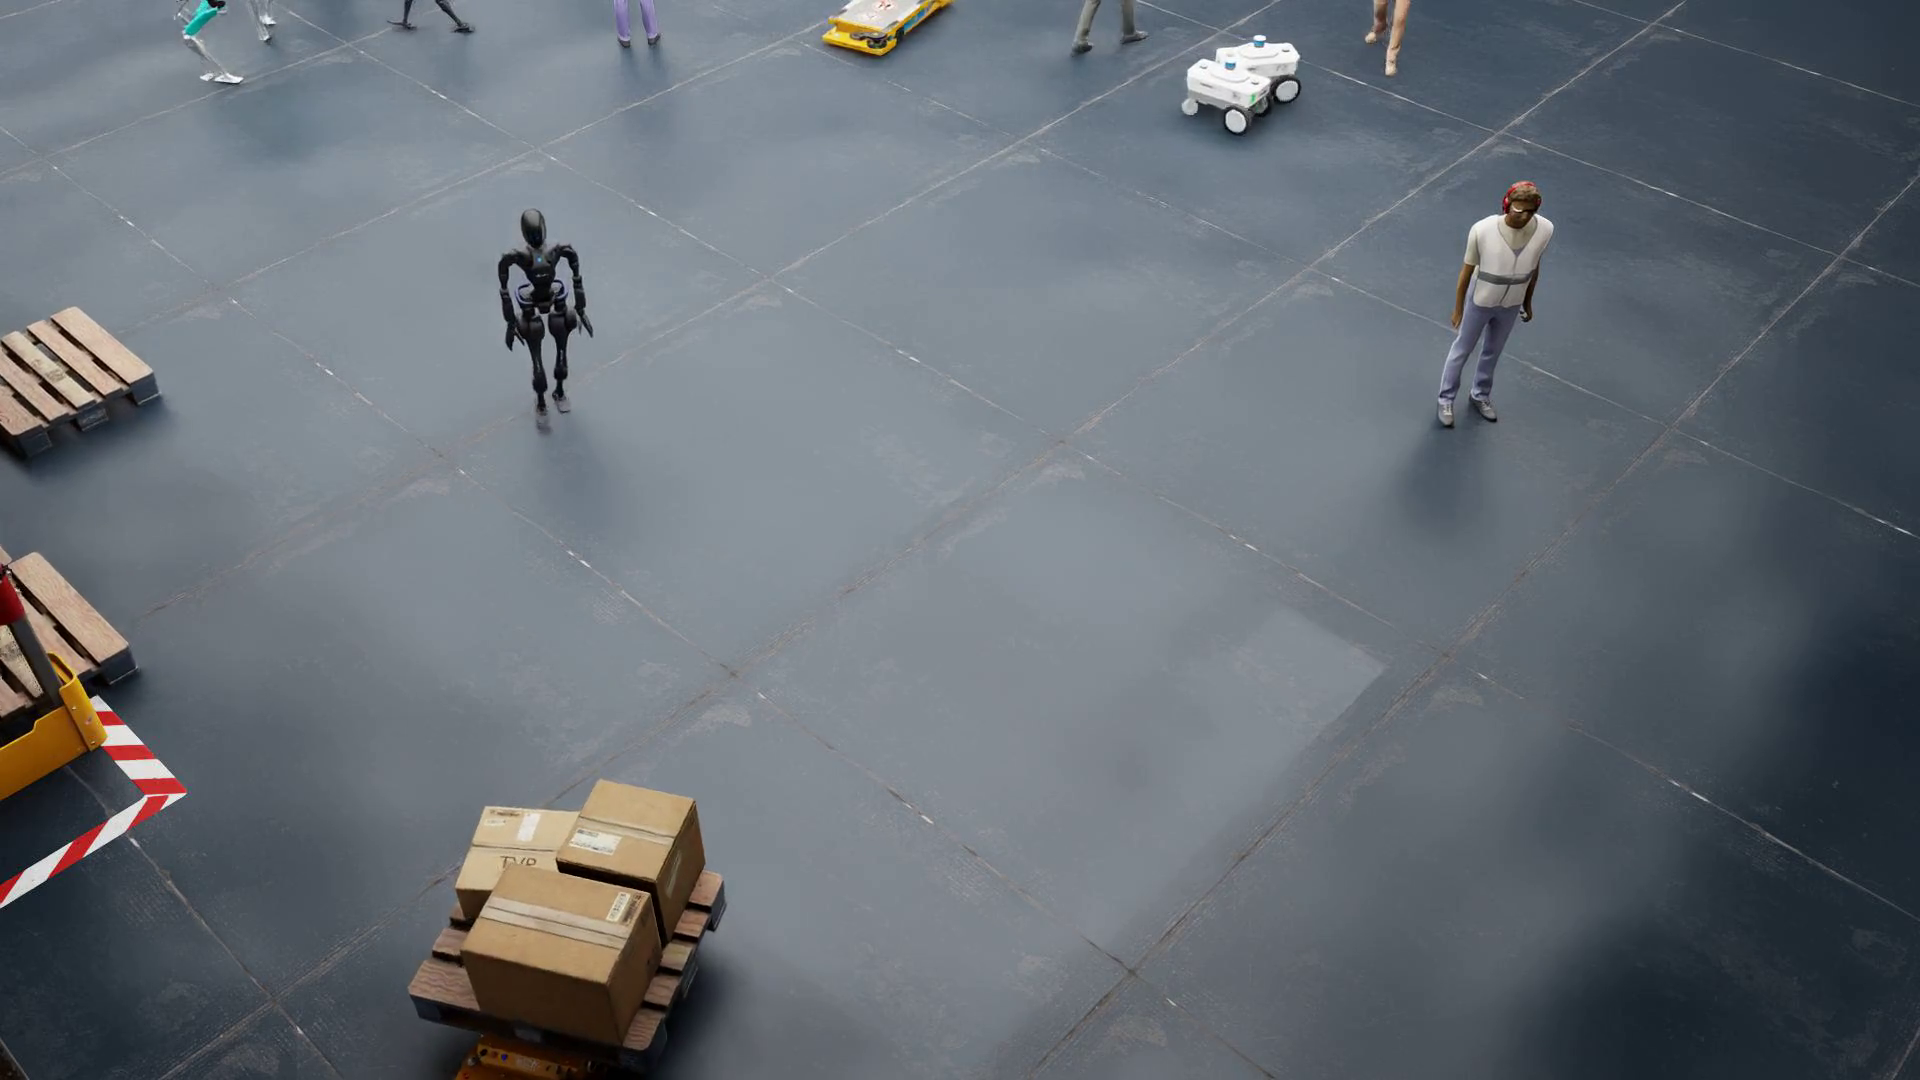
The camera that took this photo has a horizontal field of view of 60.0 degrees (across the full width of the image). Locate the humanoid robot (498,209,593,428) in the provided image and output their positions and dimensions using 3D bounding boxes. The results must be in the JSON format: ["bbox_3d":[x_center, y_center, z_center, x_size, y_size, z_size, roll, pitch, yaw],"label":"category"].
[{"bbox_3d":[-2.794,-1.520,11.170,0.586,1.644,0.441,-16,44,-17],"label":"humanoid robot"}]

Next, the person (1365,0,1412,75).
[{"bbox_3d":[4.020,-5.217,15.252,0.529,1.714,0.725,14,44,15],"label":"person"}]

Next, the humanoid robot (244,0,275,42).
[{"bbox_3d":[-6.788,-5.586,15.714,0.553,1.879,0.810,-31,50,-30],"label":"humanoid robot"}]

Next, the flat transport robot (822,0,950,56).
[{"bbox_3d":[-0.707,-5.149,16.249,0.659,0.231,1.431,19,45,20],"label":"flat transport robot"}]

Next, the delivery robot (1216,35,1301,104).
[{"bbox_3d":[2.697,-4.265,15.059,0.801,0.602,0.499,-7,42,-7],"label":"delivery robot"}]

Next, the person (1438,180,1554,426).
[{"bbox_3d":[3.566,-1.594,11.118,0.564,1.844,0.375,-6,42,-7],"label":"person"}]

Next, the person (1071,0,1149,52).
[{"bbox_3d":[1.402,-5.409,15.390,0.863,1.805,0.576,-30,50,-29],"label":"person"}]

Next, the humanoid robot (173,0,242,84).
[{"bbox_3d":[-6.823,-4.865,14.841,0.813,1.787,0.603,-19,45,-20],"label":"humanoid robot"}]

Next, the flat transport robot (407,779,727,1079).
[{"bbox_3d":[-1.873,2.130,8.158,0.659,0.231,1.431,10,43,11],"label":"flat transport robot"}]

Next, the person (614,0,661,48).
[{"bbox_3d":[-3.105,-5.479,15.434,0.563,1.849,0.391,-8,43,-8],"label":"person"}]

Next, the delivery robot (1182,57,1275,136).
[{"bbox_3d":[2.377,-3.972,14.723,0.785,0.589,0.499,26,48,26],"label":"delivery robot"}]

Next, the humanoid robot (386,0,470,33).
[{"bbox_3d":[-5.168,-5.568,15.707,0.819,1.632,0.588,-3,42,-3],"label":"humanoid robot"}]
